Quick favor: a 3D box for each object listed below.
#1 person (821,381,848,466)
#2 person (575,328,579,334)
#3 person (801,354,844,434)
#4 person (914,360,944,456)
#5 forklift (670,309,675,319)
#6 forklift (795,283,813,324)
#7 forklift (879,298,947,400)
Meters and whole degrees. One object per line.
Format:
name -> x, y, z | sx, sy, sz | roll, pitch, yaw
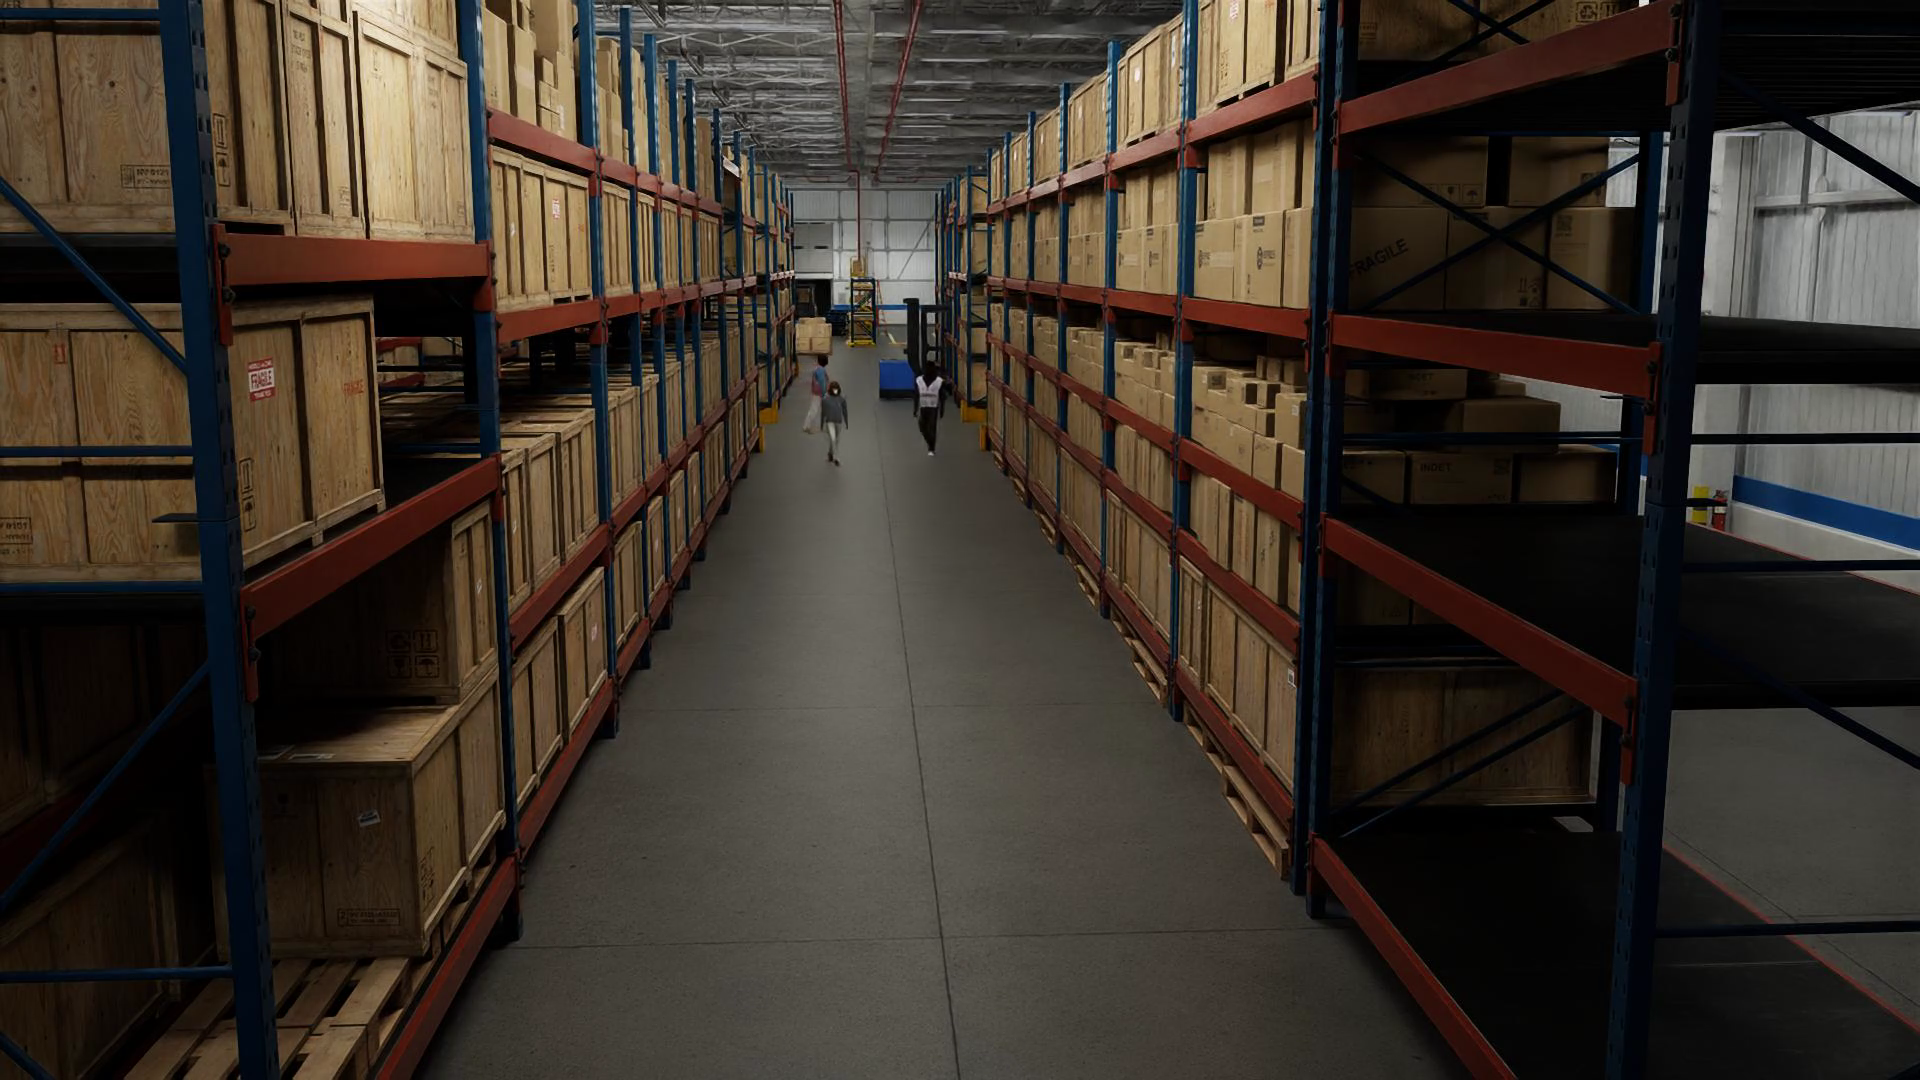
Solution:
person -> -2.409, -2.237, 31.645 | 0.523, 1.605, 0.718 | -4, 10, -24
person -> -10.687, -4.895, 46.203 | 0.611, 2.042, 0.394 | -5, 11, -28
person -> -3.119, -3.267, 37.225 | 0.950, 1.802, 0.631 | 0, 10, 1
person -> -0.609, -2.623, 33.054 | 0.615, 1.903, 0.495 | 2, 10, 13
forklift -> -9.866, -7.433, 58.868 | 1.873, 2.768, 1.129 | -9, 13, -43
forklift -> -7.357, -10.655, 78.113 | 1.129, 2.768, 1.873 | -1, 10, -4
forklift -> -1.330, -5.354, 46.452 | 1.873, 2.768, 1.129 | -1, 10, -3
